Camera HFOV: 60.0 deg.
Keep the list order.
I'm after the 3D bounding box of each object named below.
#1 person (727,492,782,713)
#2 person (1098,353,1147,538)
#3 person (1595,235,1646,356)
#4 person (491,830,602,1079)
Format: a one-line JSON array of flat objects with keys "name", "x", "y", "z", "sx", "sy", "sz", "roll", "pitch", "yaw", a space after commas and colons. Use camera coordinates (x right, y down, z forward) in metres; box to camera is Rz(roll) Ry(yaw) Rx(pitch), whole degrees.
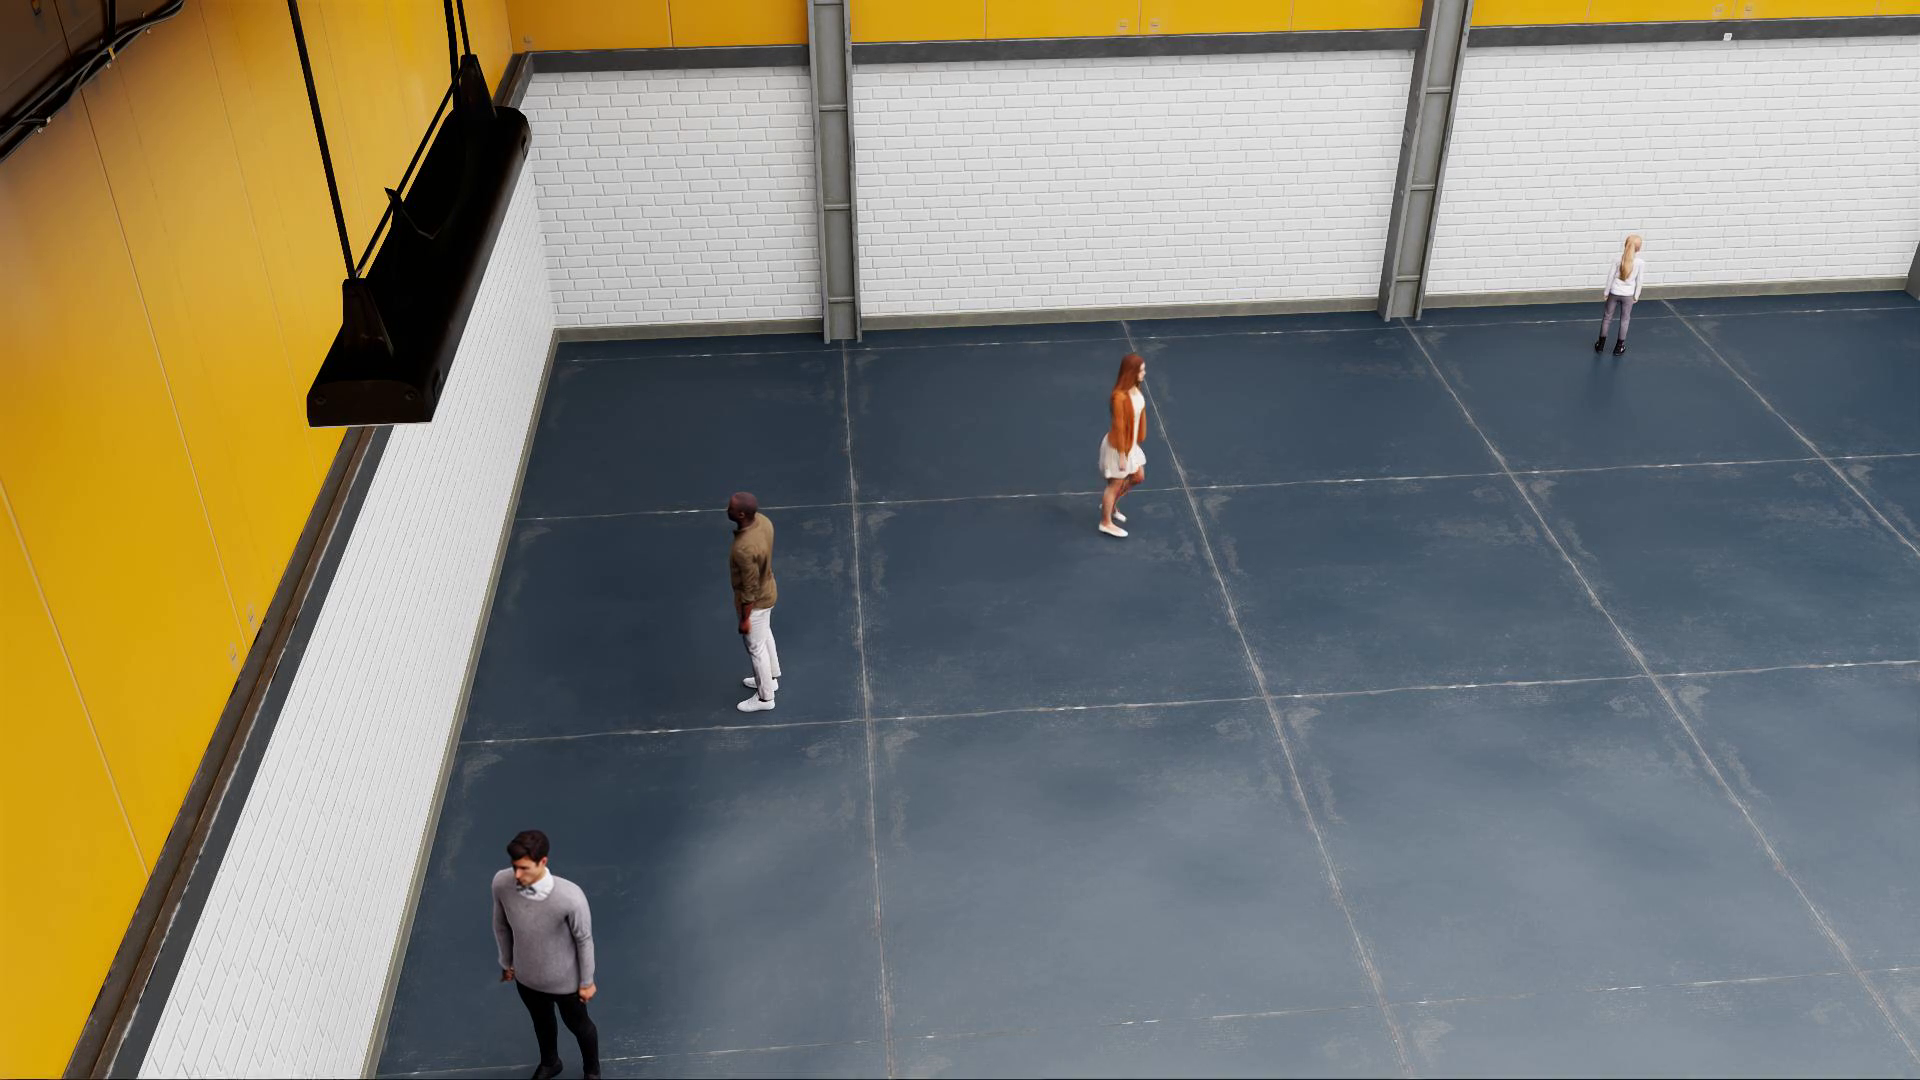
[{"name": "person", "x": -1.488, "y": 0.427, "z": 12.009, "sx": 0.632, "sy": 1.825, "sz": 0.764, "roll": 3, "pitch": 34, "yaw": 4}, {"name": "person", "x": 1.276, "y": -0.807, "z": 13.975, "sx": 0.786, "sy": 1.704, "sz": 0.745, "roll": 17, "pitch": 37, "yaw": 23}, {"name": "person", "x": 6.721, "y": -2.500, "z": 16.907, "sx": 0.547, "sy": 1.278, "sz": 0.631, "roll": 14, "pitch": 36, "yaw": 20}, {"name": "person", "x": -2.234, "y": 2.321, "z": 9.071, "sx": 0.716, "sy": 1.923, "sz": 0.880, "roll": 9, "pitch": 35, "yaw": 13}]
